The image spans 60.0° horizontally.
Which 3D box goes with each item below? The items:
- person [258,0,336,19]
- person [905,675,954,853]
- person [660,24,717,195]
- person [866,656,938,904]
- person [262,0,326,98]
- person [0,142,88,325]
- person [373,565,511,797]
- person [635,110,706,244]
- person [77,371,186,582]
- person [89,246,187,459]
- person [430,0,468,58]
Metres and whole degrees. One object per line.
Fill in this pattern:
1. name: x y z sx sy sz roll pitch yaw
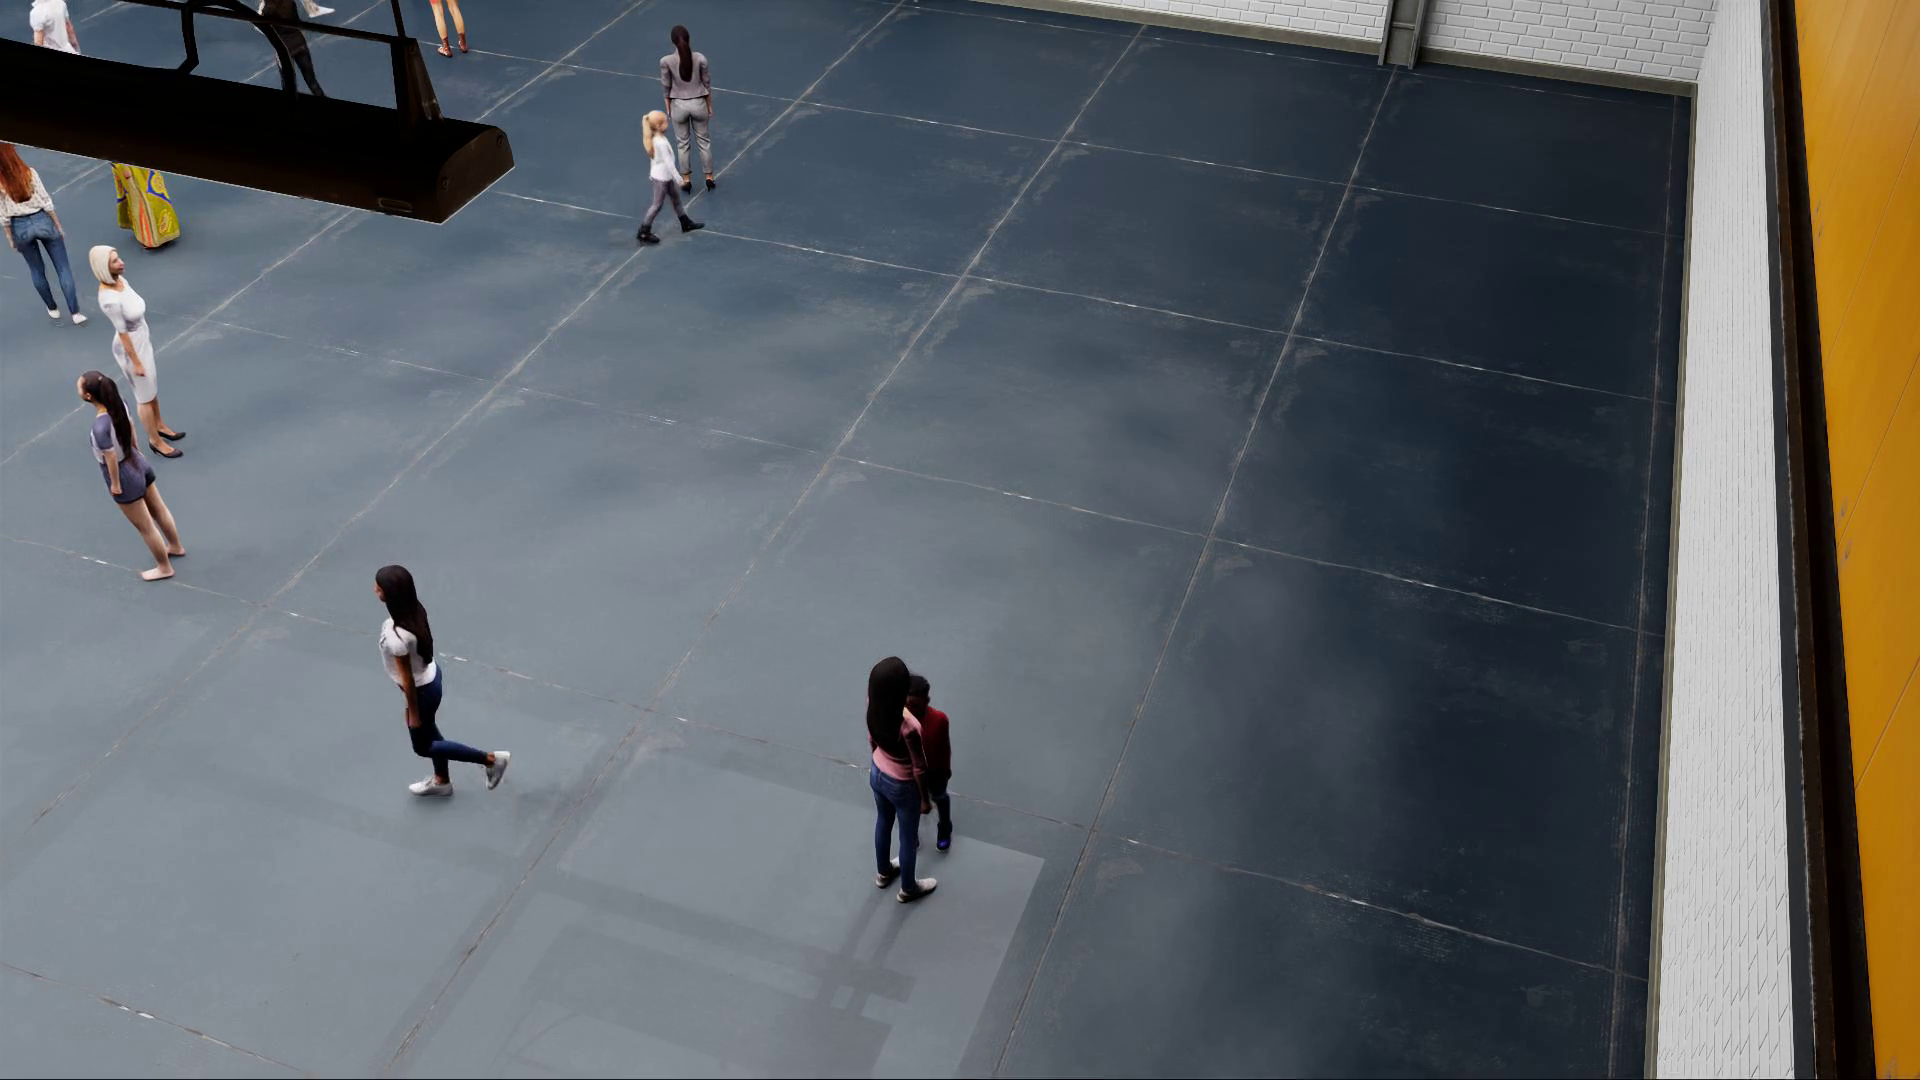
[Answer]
1. person: -7.965 -6.781 19.163 1.203 1.825 1.253 -24 45 -27
2. person: -0.236 1.241 9.580 0.491 1.249 0.607 3 39 3
3. person: -2.600 -4.127 15.957 0.695 1.679 0.784 -8 39 -9
4. person: -0.350 1.307 9.102 0.699 1.743 0.584 -32 48 -33
5. person: -6.813 -4.992 17.104 1.155 1.599 0.864 30 47 32
6. person: -7.784 -2.611 14.013 0.840 1.736 0.895 -18 42 -21
7. person: -3.030 0.864 9.638 0.984 1.765 0.850 -6 39 -7
8. person: -2.800 -3.316 15.278 0.944 1.258 0.814 -11 40 -13
9. person: -5.667 -0.453 11.380 0.625 1.650 0.655 0 39 0
10. person: -6.216 -1.427 12.518 0.671 1.750 0.645 -8 39 -10
11. person: -5.835 -6.283 18.625 0.666 1.718 0.700 -23 44 -26
